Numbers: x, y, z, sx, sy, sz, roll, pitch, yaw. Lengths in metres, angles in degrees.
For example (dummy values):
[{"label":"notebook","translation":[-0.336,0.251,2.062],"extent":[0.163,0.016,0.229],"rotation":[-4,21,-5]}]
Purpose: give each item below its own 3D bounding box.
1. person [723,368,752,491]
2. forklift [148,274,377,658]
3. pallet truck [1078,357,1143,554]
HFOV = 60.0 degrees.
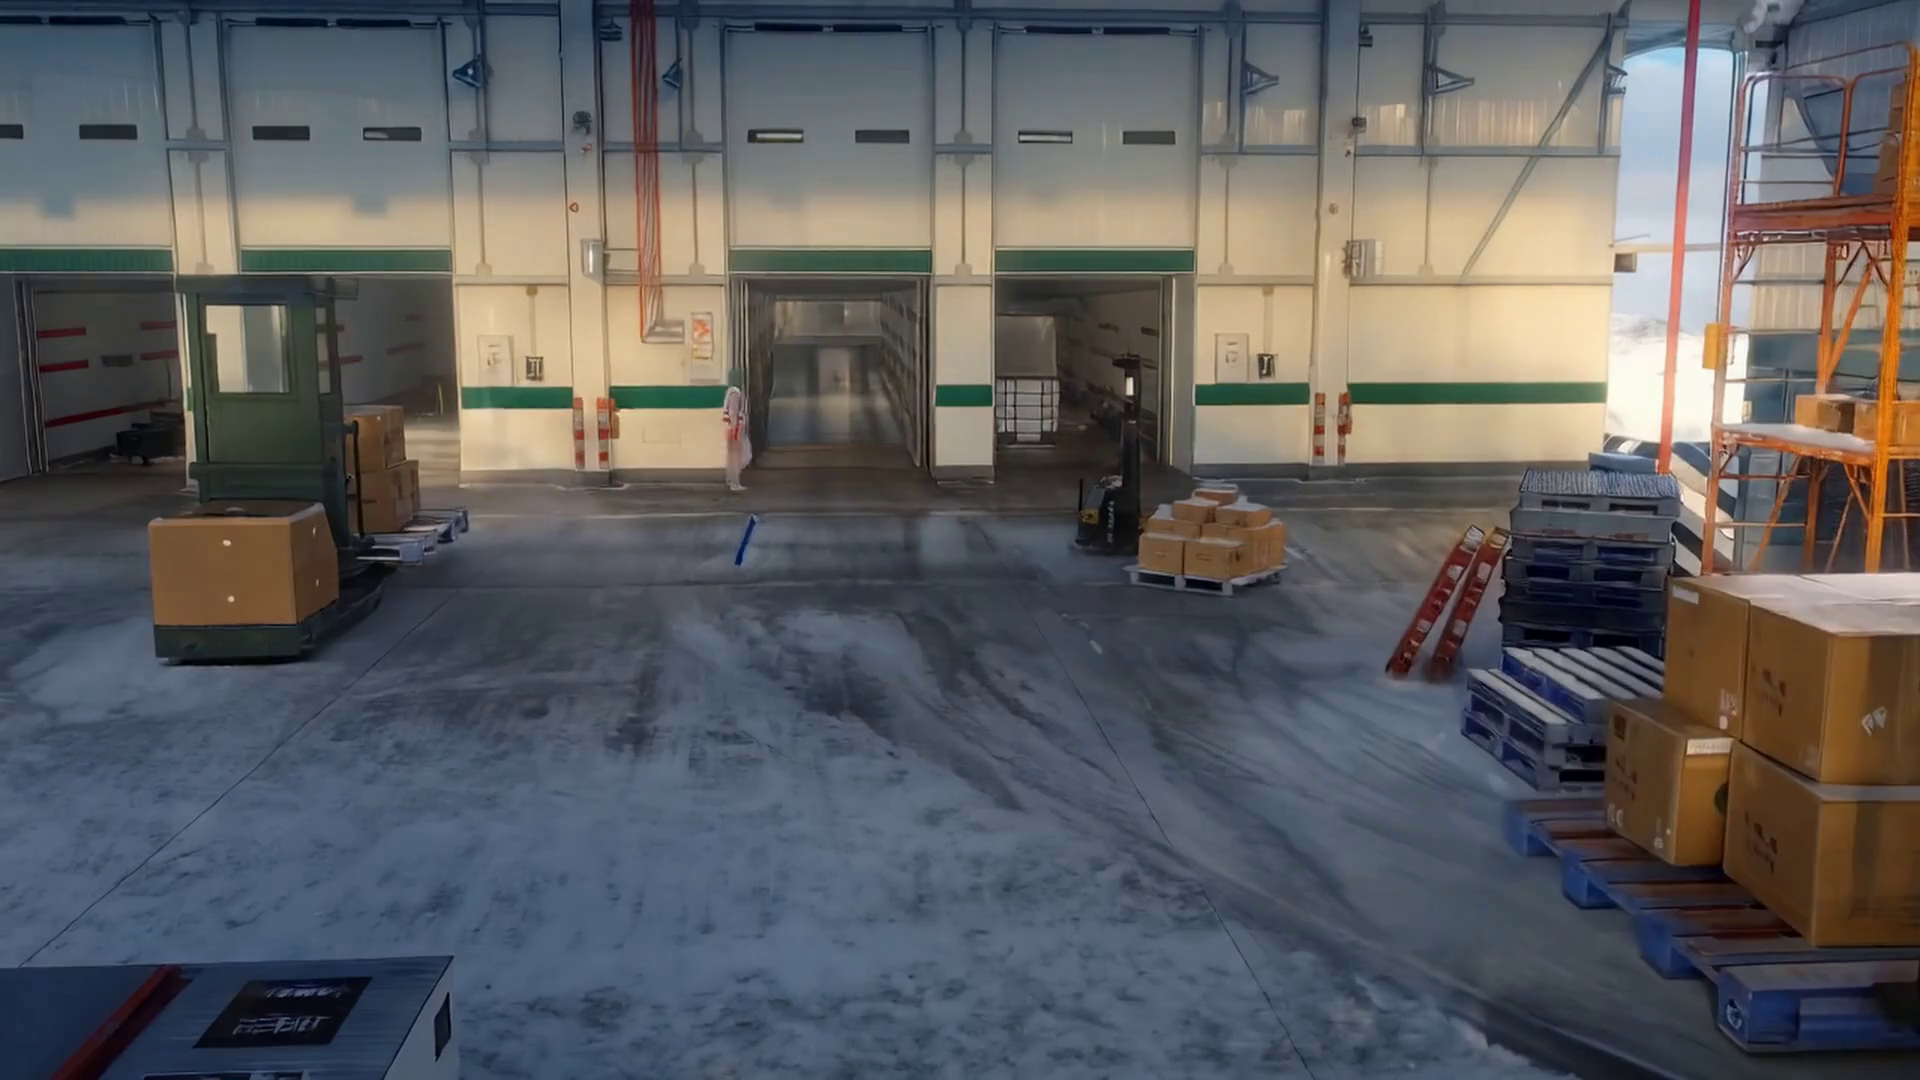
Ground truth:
[{"label":"person","translation":[-2.899,-1.431,21.679],"extent":[0.375,1.625,0.516],"rotation":[-2,9,-12]},{"label":"forklift","translation":[-5.348,-0.627,12.681],"extent":[1.129,2.768,1.873],"rotation":[-1,9,-4]},{"label":"pallet truck","translation":[2.088,-0.836,16.757],"extent":[1.885,1.965,0.823],"rotation":[2,9,13]}]
